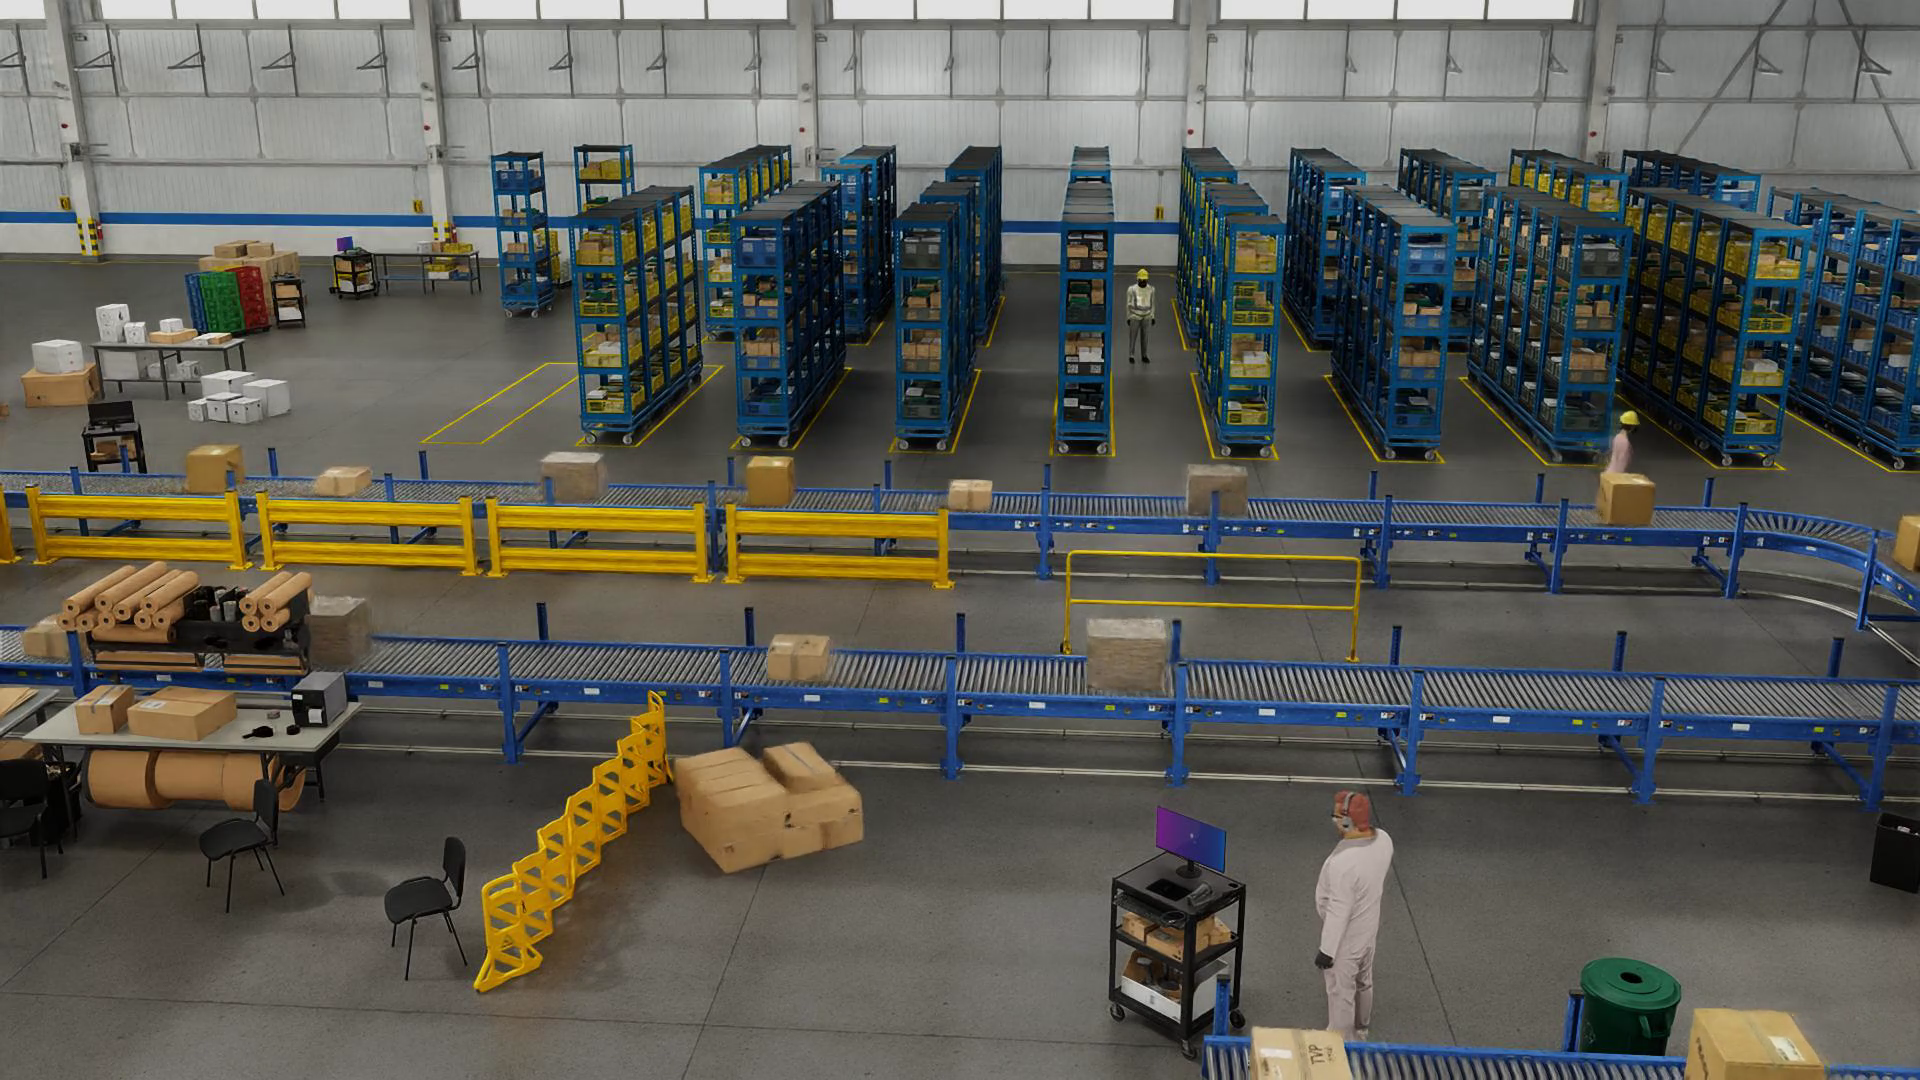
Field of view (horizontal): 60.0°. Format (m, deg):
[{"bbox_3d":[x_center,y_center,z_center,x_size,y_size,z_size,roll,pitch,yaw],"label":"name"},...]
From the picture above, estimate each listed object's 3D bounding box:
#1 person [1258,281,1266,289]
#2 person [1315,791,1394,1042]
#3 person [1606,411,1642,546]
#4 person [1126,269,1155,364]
[{"bbox_3d":[6.411,-5.555,35.927,0.391,1.991,0.612,-2,18,-7],"label":"person"},{"bbox_3d":[2.455,2.478,10.588,0.409,1.903,0.639,14,22,37],"label":"person"},{"bbox_3d":[8.511,-0.782,21.171,0.711,1.741,0.547,3,18,8],"label":"person"},{"bbox_3d":[3.524,-4.355,32.378,0.589,1.834,0.403,-4,18,-13],"label":"person"}]
